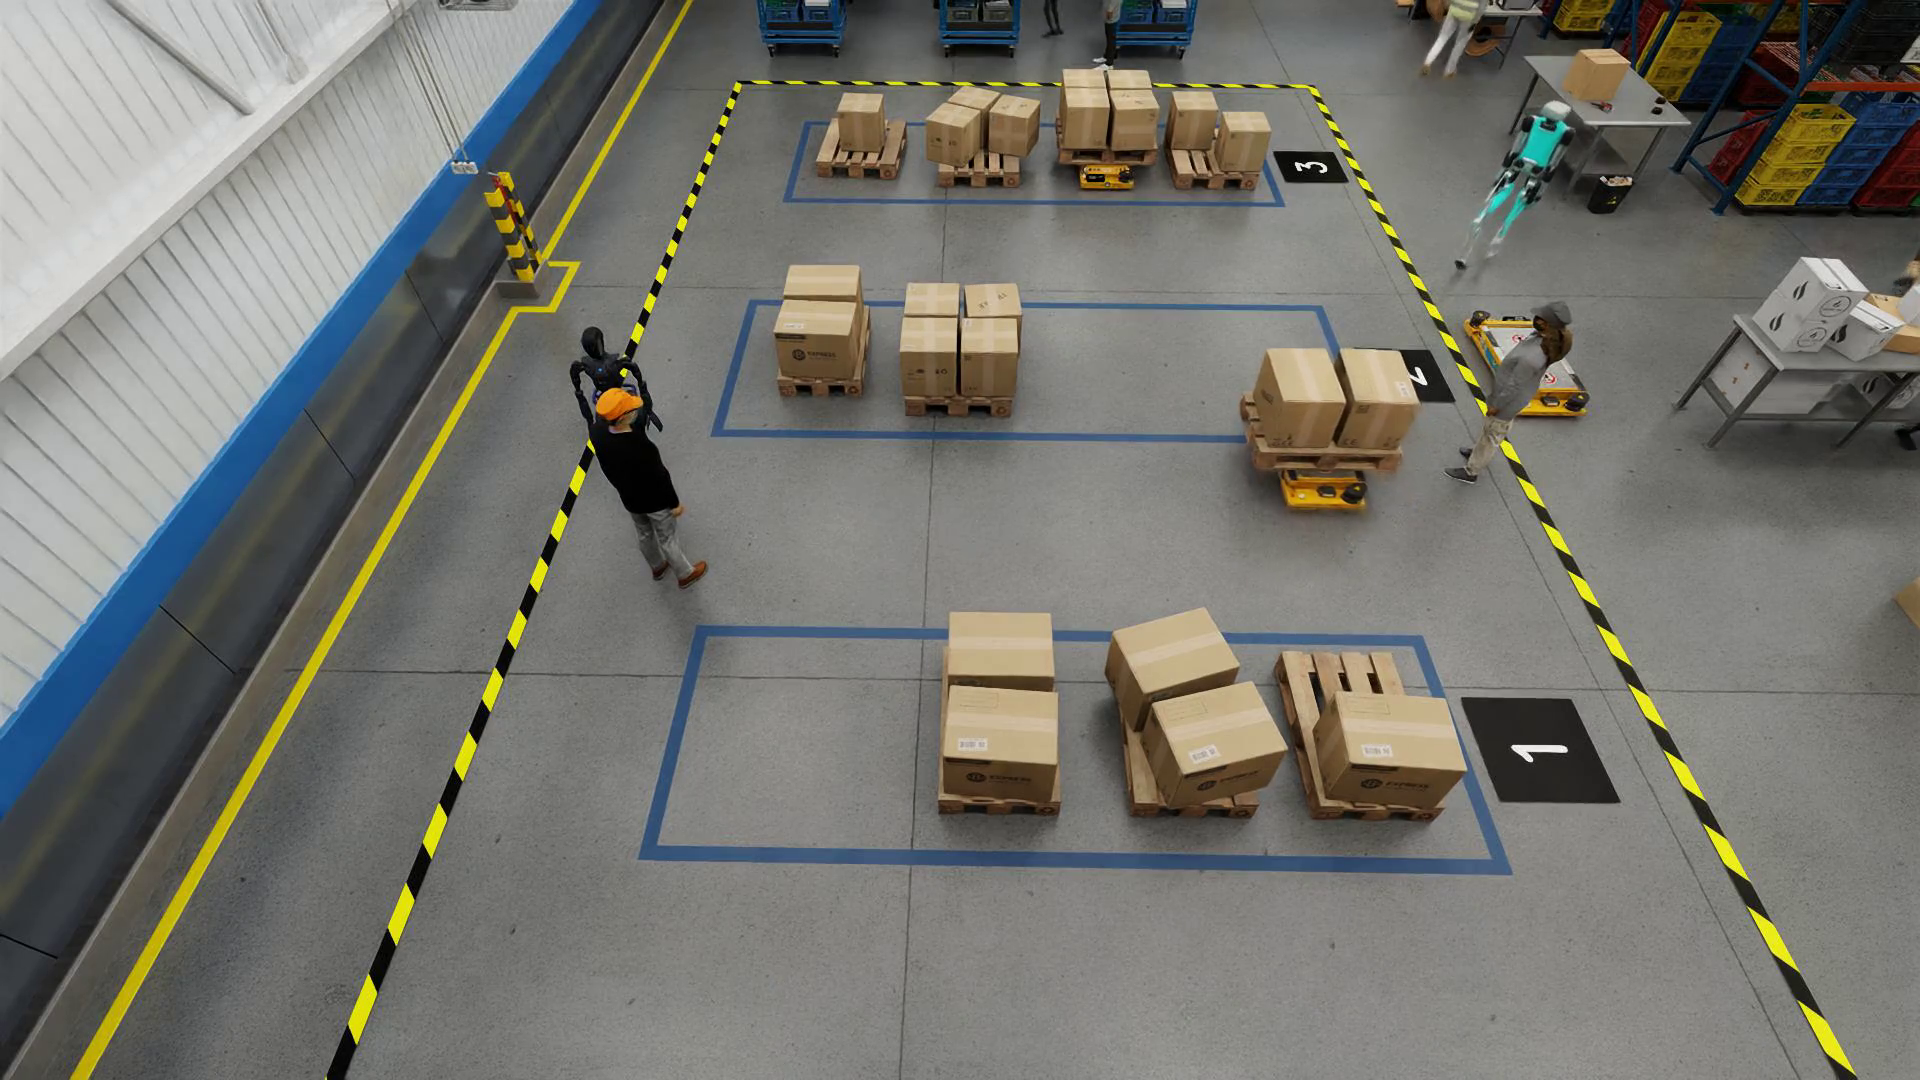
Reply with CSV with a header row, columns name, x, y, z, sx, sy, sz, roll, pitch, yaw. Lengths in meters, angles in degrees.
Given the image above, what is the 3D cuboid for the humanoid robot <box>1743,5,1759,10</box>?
name,x,y,z,sx,sy,sz,roll,pitch,yaw
humanoid robot,13.303,-9.548,14.873,0.412,1.641,0.586,29,55,23

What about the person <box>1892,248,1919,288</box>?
name,x,y,z,sx,sy,sz,roll,pitch,yaw
person,10.444,-3.428,9.340,0.621,2.024,0.570,34,57,26

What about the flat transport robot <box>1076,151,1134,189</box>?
name,x,y,z,sx,sy,sz,roll,pitch,yaw
flat transport robot,1.845,-4.982,11.827,0.652,0.197,1.431,1,49,1

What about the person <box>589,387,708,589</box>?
name,x,y,z,sx,sy,sz,roll,pitch,yaw
person,-2.314,-0.346,6.768,0.585,1.880,0.386,21,52,17

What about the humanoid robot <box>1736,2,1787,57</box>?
name,x,y,z,sx,sy,sz,roll,pitch,yaw
humanoid robot,11.924,-7.963,13.520,0.821,1.882,0.568,-24,53,-20

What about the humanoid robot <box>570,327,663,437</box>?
name,x,y,z,sx,sy,sz,roll,pitch,yaw
humanoid robot,-2.773,-1.041,7.492,0.599,1.657,0.315,-8,50,-7

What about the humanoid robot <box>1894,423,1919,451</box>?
name,x,y,z,sx,sy,sz,roll,pitch,yaw
humanoid robot,8.760,-1.385,7.795,0.586,1.641,0.434,1,49,1

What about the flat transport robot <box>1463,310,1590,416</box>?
name,x,y,z,sx,sy,sz,roll,pitch,yaw
flat transport robot,5.573,-1.757,9.054,0.659,0.231,1.431,1,49,1

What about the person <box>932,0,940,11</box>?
name,x,y,z,sx,sy,sz,roll,pitch,yaw
person,-0.247,-9.596,14.741,0.431,1.942,0.622,9,50,8

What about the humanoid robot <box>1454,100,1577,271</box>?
name,x,y,z,sx,sy,sz,roll,pitch,yaw
humanoid robot,5.794,-3.635,9.750,1.024,1.773,0.544,-34,57,-26

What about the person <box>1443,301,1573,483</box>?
name,x,y,z,sx,sy,sz,roll,pitch,yaw
person,4.567,-1.199,7.577,0.396,1.770,0.563,34,57,26

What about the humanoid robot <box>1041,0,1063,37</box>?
name,x,y,z,sx,sy,sz,roll,pitch,yaw
humanoid robot,1.464,-8.659,14.097,0.396,1.635,0.603,5,49,4

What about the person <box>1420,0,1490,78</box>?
name,x,y,z,sx,sy,sz,roll,pitch,yaw
person,7.099,-7.455,12.961,0.676,1.819,0.633,-32,56,-25

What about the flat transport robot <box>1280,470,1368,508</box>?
name,x,y,z,sx,sy,sz,roll,pitch,yaw
flat transport robot,3.152,-0.871,8.269,0.652,0.197,1.431,1,49,1

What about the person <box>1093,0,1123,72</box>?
name,x,y,z,sx,sy,sz,roll,pitch,yaw
person,2.158,-7.765,13.207,0.386,1.850,0.597,5,49,4
